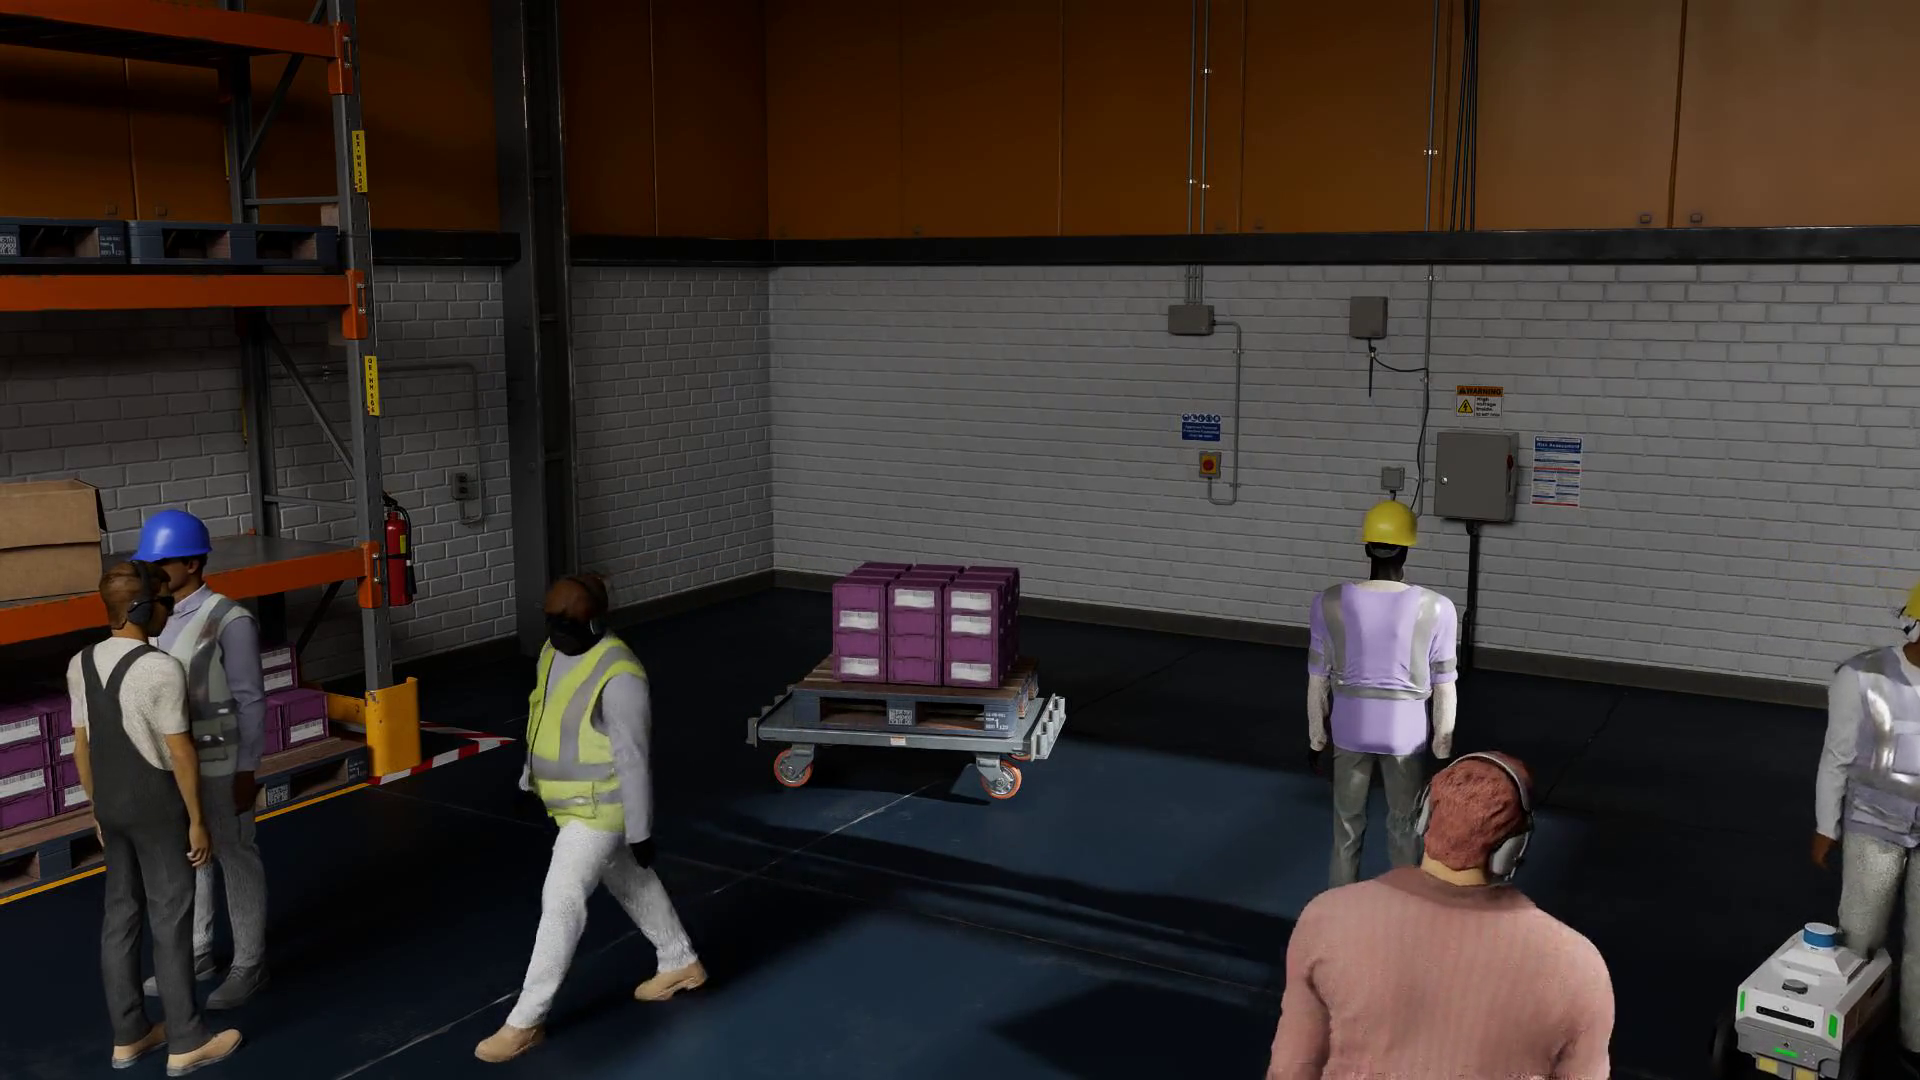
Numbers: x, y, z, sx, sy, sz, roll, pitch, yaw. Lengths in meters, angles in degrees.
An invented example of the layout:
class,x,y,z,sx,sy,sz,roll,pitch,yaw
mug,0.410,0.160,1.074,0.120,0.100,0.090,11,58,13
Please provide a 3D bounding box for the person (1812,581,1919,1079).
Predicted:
class,x,y,z,sx,sy,sz,roll,pitch,yaw
person,3.340,1.004,5.832,0.634,1.821,0.434,1,9,4

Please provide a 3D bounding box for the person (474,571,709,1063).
class,x,y,z,sx,sy,sz,roll,pitch,yaw
person,-1.348,0.973,6.179,0.951,1.784,0.695,-5,10,-30

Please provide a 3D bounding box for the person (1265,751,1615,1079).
class,x,y,z,sx,sy,sz,roll,pitch,yaw
person,0.966,1.364,3.426,0.690,1.874,0.474,4,10,21

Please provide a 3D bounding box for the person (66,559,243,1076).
class,x,y,z,sx,sy,sz,roll,pitch,yaw
person,-2.882,0.985,5.903,0.507,1.840,0.344,3,10,19

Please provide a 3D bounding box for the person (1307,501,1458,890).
class,x,y,z,sx,sy,sz,roll,pitch,yaw
person,1.717,0.796,6.804,0.594,1.926,0.366,3,10,18

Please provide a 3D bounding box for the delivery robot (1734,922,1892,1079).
class,x,y,z,sx,sy,sz,roll,pitch,yaw
delivery robot,3.003,1.588,5.839,0.477,0.478,0.707,8,12,42

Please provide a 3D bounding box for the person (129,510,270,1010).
class,x,y,z,sx,sy,sz,roll,pitch,yaw
person,-2.949,0.844,6.443,0.605,1.948,0.405,4,10,25
